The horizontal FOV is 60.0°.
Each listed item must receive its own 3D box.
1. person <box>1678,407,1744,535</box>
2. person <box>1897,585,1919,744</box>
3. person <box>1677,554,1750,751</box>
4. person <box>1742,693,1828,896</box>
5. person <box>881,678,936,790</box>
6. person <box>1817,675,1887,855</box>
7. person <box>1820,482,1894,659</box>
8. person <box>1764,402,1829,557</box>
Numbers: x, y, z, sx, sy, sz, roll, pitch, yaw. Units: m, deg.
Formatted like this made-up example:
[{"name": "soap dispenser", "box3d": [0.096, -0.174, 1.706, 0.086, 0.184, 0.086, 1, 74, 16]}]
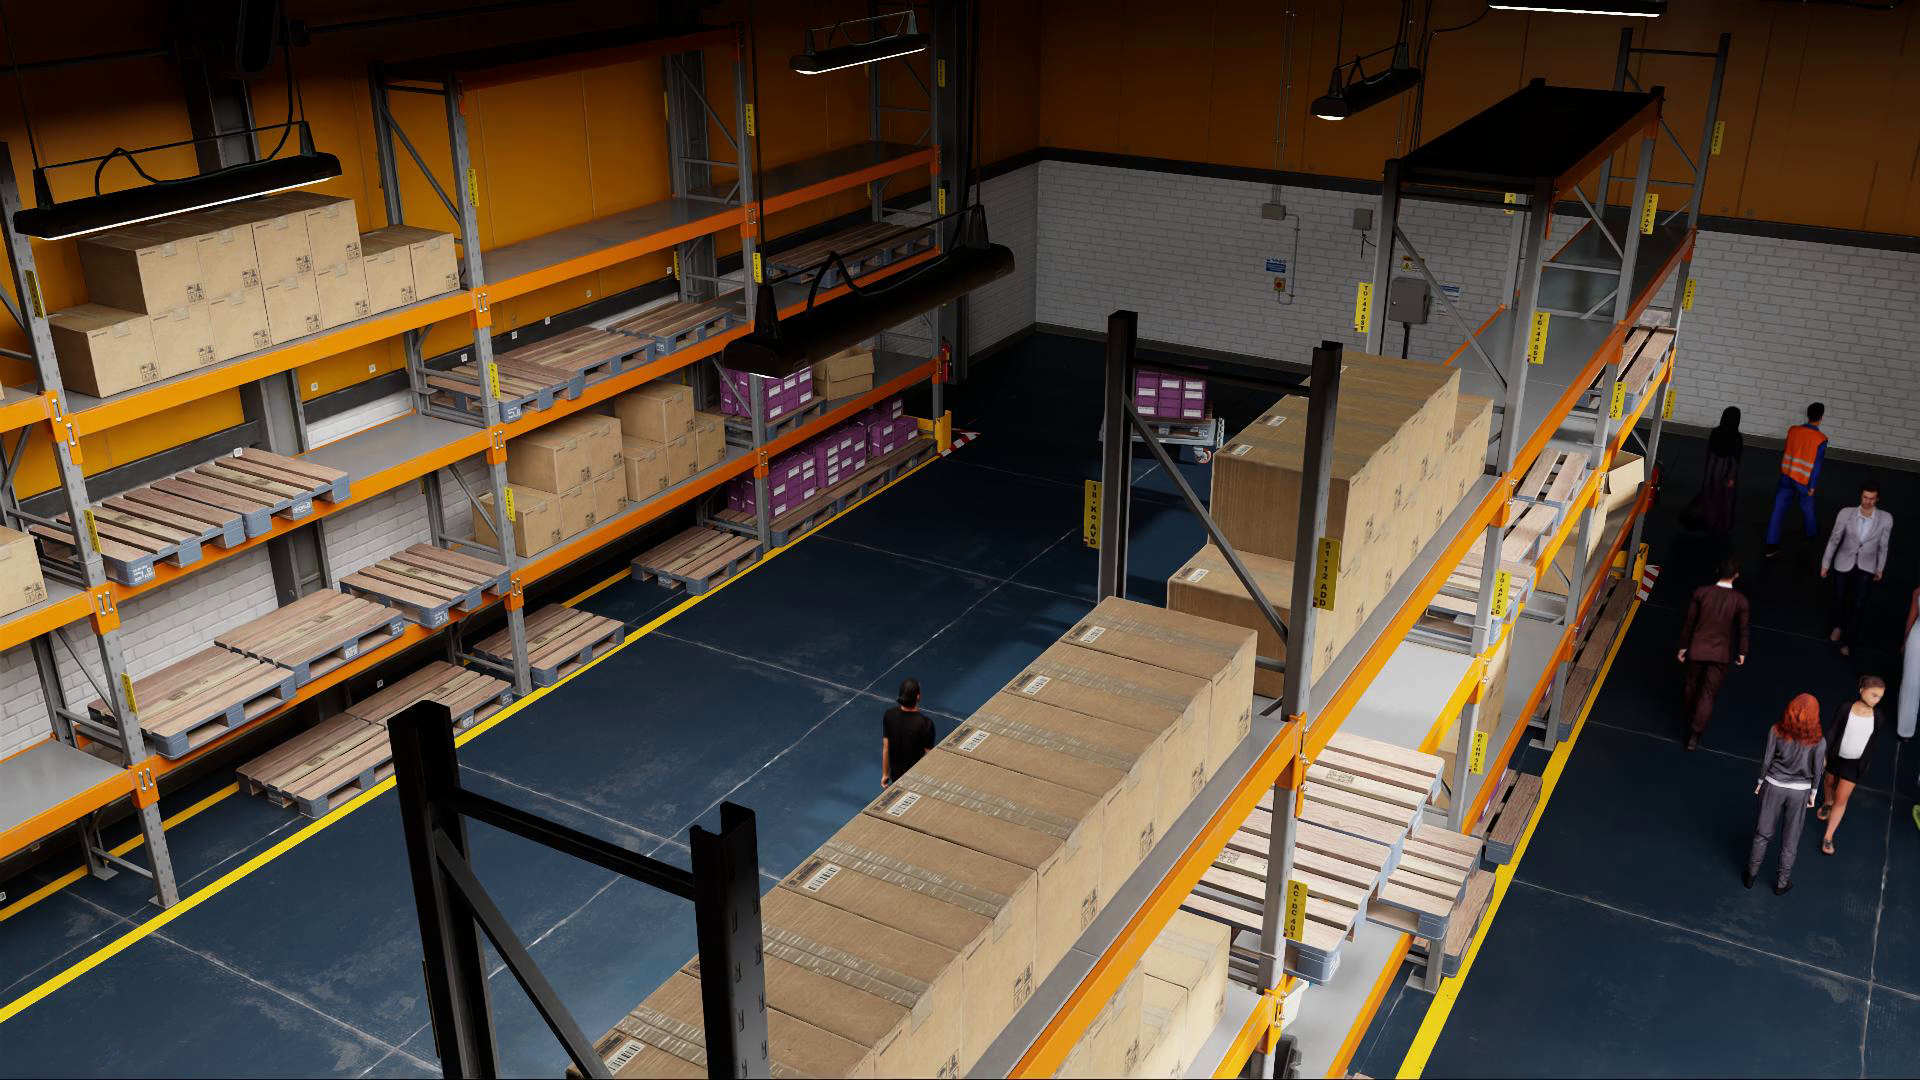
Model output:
[{"name": "person", "box3d": [8.991, -0.812, 19.752, 1.073, 1.605, 0.942, -10, 26, -22]}, {"name": "person", "box3d": [8.980, 0.964, 15.485, 0.747, 1.769, 0.988, 6, 24, 13]}, {"name": "person", "box3d": [6.838, 1.058, 15.195, 0.745, 1.827, 1.120, 14, 27, 30]}, {"name": "person", "box3d": [6.510, 1.993, 13.116, 0.573, 1.780, 0.484, 13, 27, 27]}, {"name": "person", "box3d": [-0.432, 1.949, 13.293, 0.713, 1.719, 1.184, 15, 28, 31]}, {"name": "person", "box3d": [7.413, 1.785, 13.918, 0.564, 1.518, 1.044, 15, 28, 30]}, {"name": "person", "box3d": [9.200, 0.247, 17.072, 0.763, 1.811, 1.108, 15, 28, 31]}, {"name": "person", "box3d": [9.581, -0.656, 19.148, 1.326, 1.803, 0.988, -17, 29, -34]}]
